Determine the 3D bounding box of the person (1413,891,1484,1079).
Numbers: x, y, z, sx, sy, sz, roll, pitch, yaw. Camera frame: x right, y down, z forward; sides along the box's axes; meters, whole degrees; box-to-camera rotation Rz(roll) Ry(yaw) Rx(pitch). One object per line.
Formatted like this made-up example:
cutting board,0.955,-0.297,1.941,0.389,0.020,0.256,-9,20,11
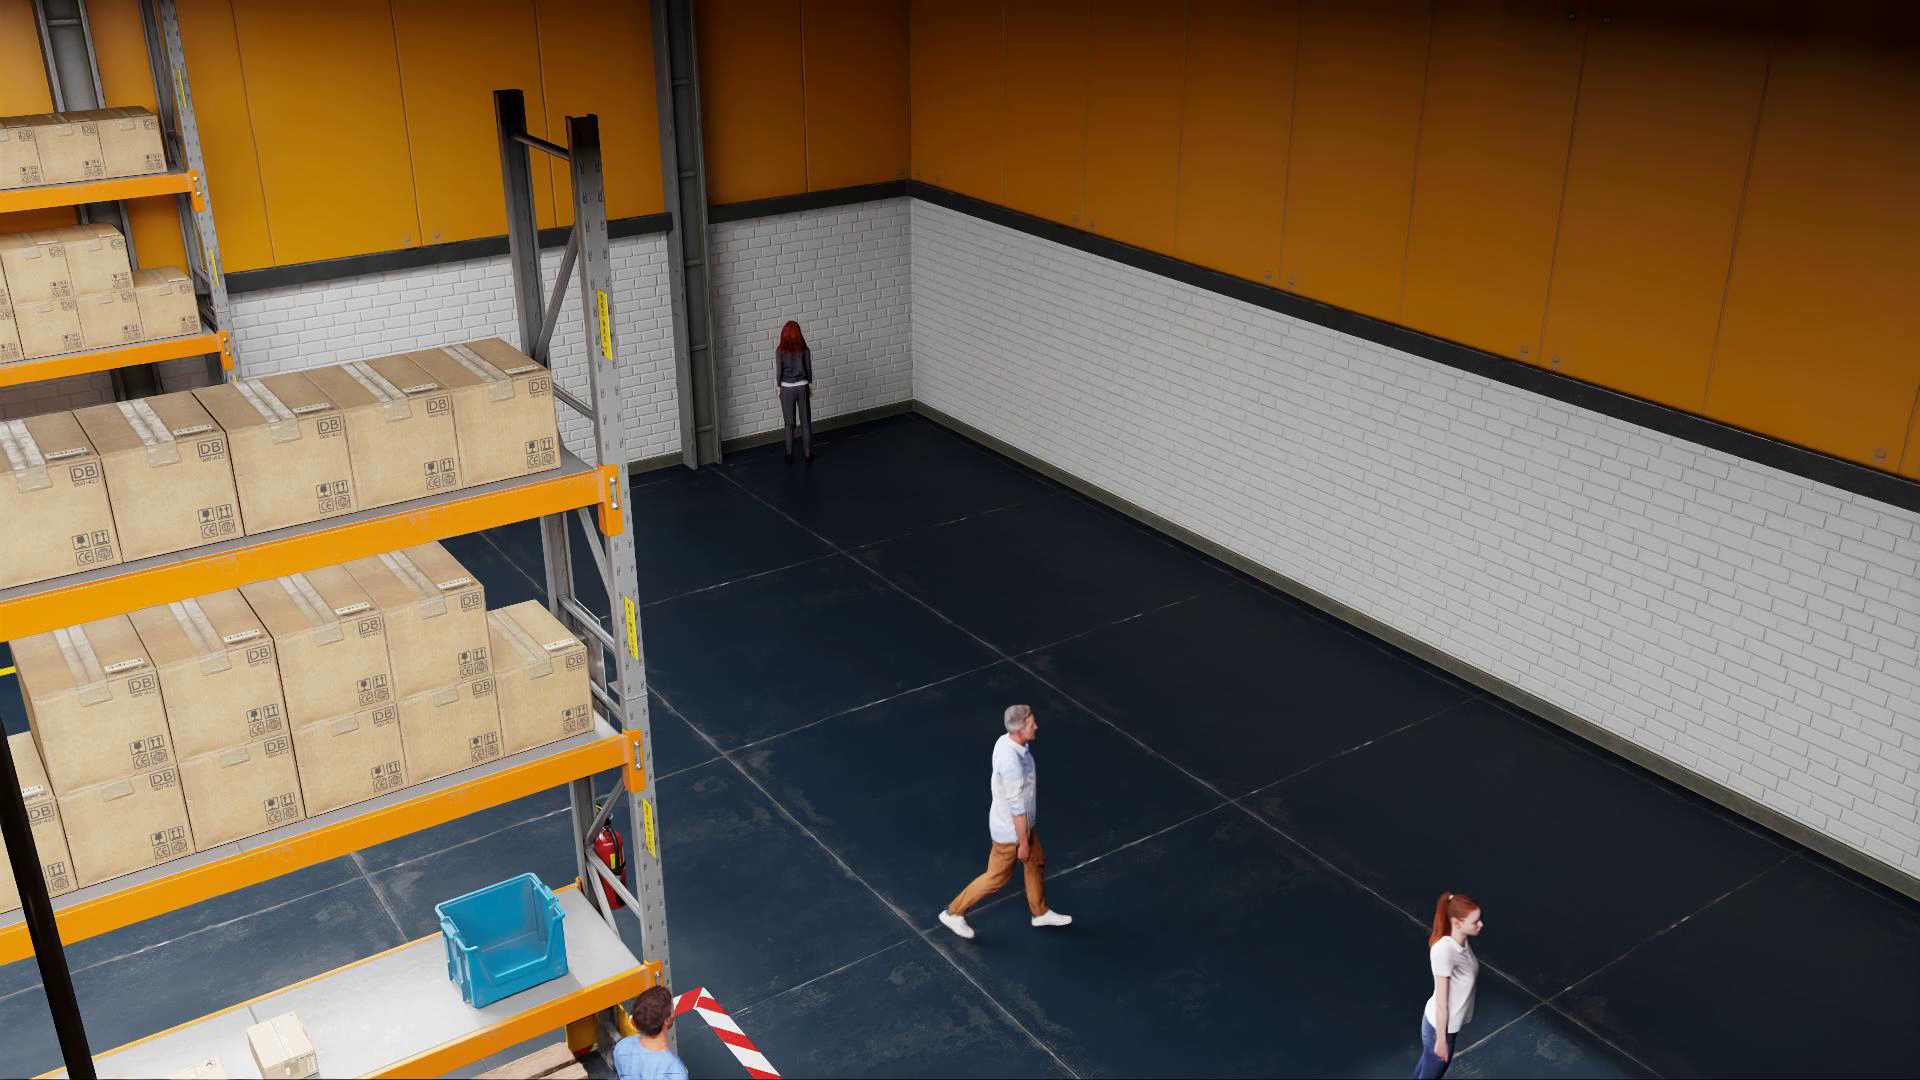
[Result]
person,2.766,2.775,9.595,0.714,1.738,0.618,10,26,22

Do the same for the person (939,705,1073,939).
person,0.269,1.959,11.395,1.277,1.791,1.119,0,24,1

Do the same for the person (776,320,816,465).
person,-1.979,-1.779,19.961,0.592,1.780,0.709,-3,24,-6

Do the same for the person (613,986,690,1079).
person,-1.611,3.182,8.552,0.793,1.827,1.280,22,32,40
